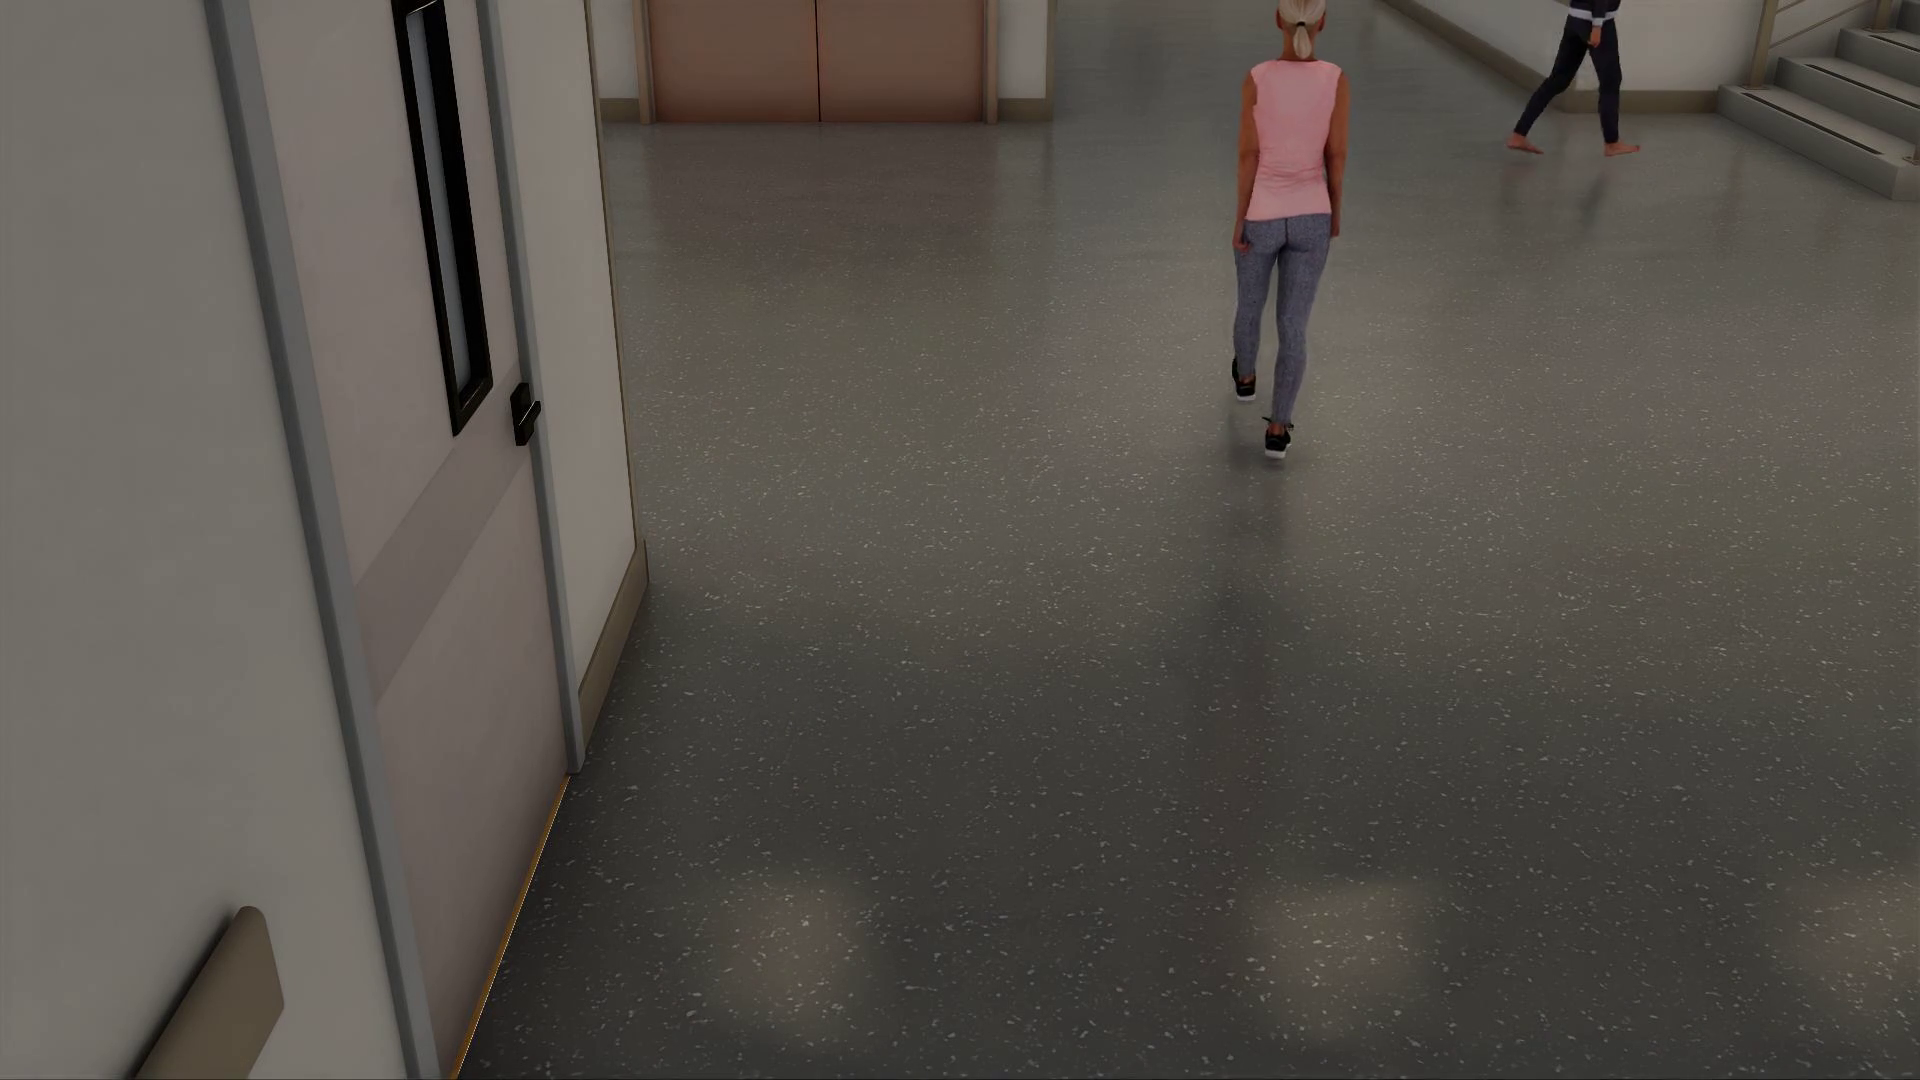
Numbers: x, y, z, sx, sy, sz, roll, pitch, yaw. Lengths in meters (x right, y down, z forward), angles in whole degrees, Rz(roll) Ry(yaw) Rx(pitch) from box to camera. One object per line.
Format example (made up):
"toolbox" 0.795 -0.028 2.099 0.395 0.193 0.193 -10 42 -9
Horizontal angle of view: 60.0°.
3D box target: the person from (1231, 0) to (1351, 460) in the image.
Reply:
"person" 1.193 -1.124 6.108 1.033 1.685 0.733 4 26 8

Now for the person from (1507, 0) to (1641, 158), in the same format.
"person" 3.876 -3.238 10.446 1.168 1.726 0.768 -4 26 -9
